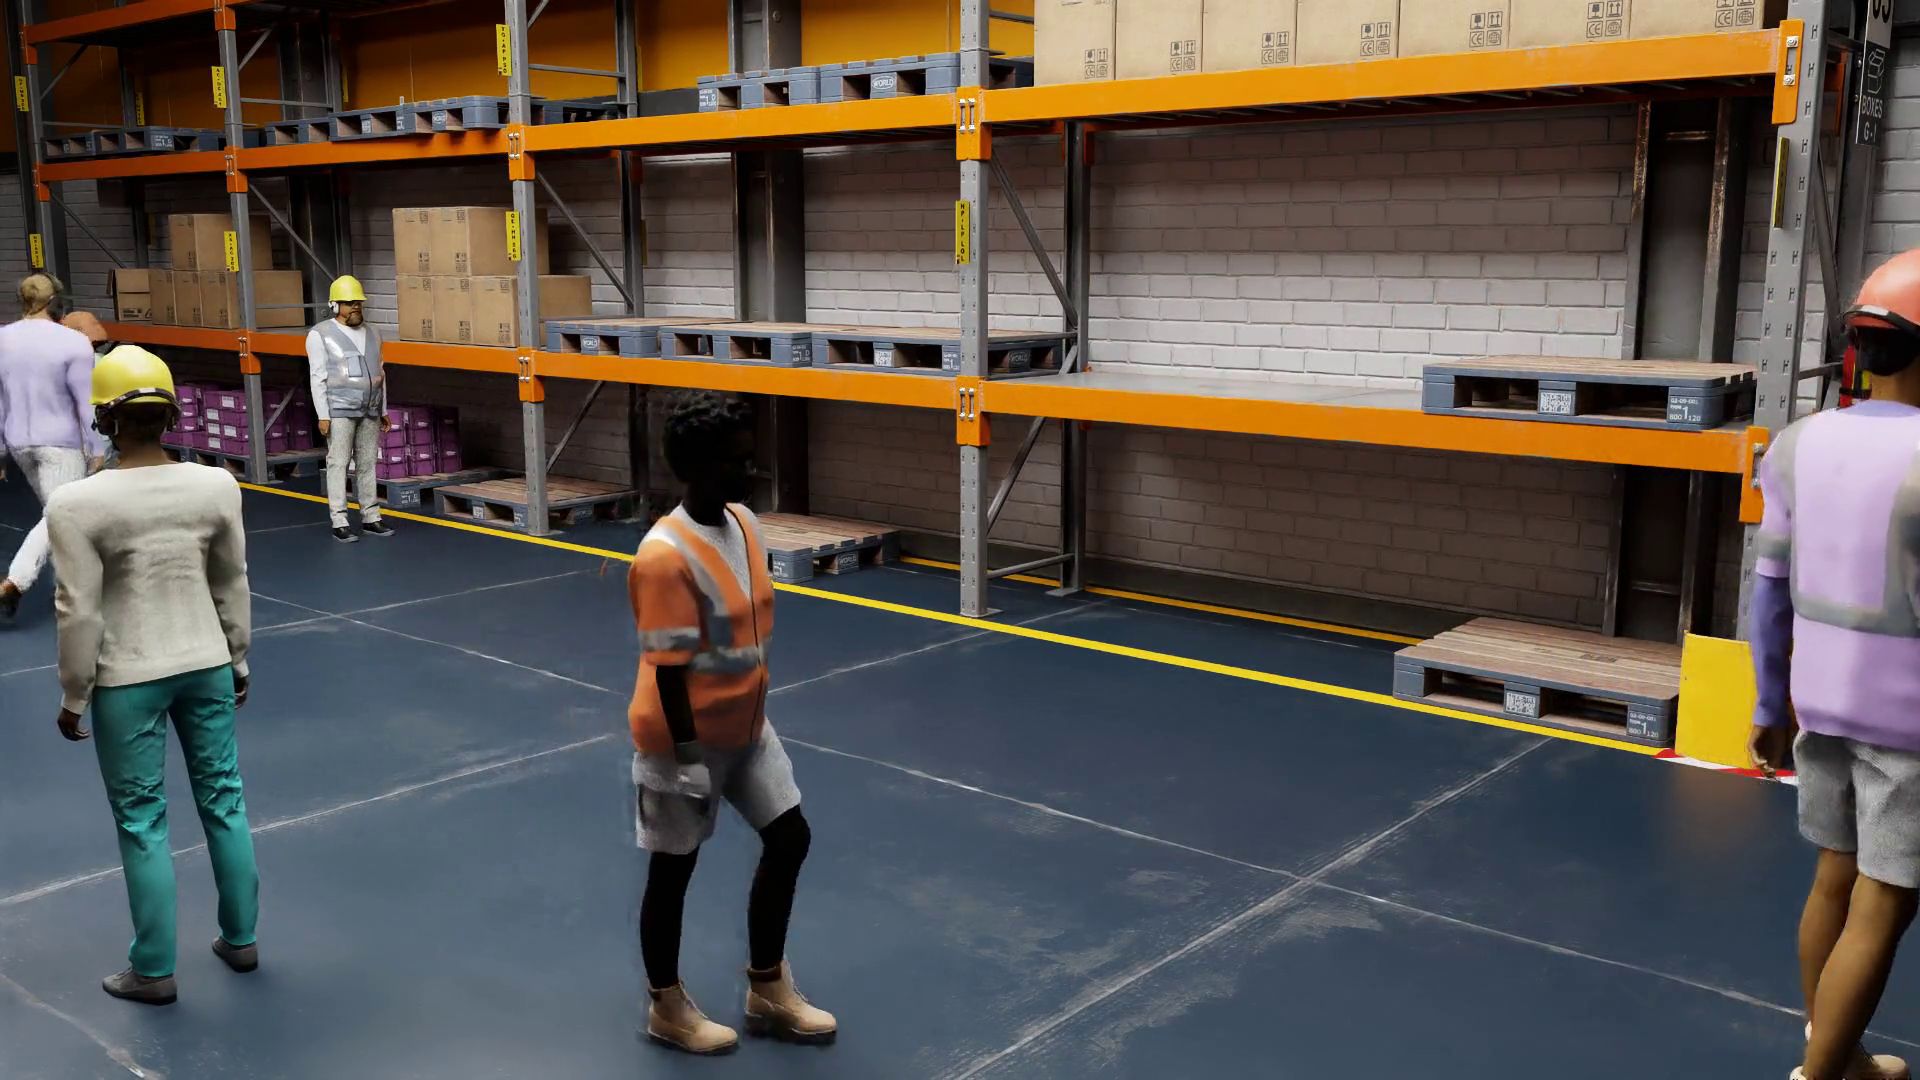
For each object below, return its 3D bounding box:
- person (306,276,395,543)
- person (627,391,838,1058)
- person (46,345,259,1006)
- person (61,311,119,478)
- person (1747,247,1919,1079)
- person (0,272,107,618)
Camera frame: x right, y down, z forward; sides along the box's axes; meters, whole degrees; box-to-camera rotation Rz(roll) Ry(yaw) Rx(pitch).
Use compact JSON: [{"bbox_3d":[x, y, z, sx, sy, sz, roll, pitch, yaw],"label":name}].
[{"bbox_3d":[-4.209,-0.909,11.546,0.403,1.833,0.590,6,12,32],"label":"person"},{"bbox_3d":[-0.545,0.479,4.062,0.601,1.674,0.558,4,11,21],"label":"person"},{"bbox_3d":[-2.172,0.363,4.495,0.314,1.767,0.534,7,12,35],"label":"person"},{"bbox_3d":[-5.404,-0.608,10.401,0.270,1.631,0.507,-2,10,-10],"label":"person"},{"bbox_3d":[2.047,0.374,3.702,0.515,2.041,0.617,-3,10,-17],"label":"person"},{"bbox_3d":[-5.014,-0.499,9.044,0.661,1.906,0.867,2,10,12],"label":"person"}]
